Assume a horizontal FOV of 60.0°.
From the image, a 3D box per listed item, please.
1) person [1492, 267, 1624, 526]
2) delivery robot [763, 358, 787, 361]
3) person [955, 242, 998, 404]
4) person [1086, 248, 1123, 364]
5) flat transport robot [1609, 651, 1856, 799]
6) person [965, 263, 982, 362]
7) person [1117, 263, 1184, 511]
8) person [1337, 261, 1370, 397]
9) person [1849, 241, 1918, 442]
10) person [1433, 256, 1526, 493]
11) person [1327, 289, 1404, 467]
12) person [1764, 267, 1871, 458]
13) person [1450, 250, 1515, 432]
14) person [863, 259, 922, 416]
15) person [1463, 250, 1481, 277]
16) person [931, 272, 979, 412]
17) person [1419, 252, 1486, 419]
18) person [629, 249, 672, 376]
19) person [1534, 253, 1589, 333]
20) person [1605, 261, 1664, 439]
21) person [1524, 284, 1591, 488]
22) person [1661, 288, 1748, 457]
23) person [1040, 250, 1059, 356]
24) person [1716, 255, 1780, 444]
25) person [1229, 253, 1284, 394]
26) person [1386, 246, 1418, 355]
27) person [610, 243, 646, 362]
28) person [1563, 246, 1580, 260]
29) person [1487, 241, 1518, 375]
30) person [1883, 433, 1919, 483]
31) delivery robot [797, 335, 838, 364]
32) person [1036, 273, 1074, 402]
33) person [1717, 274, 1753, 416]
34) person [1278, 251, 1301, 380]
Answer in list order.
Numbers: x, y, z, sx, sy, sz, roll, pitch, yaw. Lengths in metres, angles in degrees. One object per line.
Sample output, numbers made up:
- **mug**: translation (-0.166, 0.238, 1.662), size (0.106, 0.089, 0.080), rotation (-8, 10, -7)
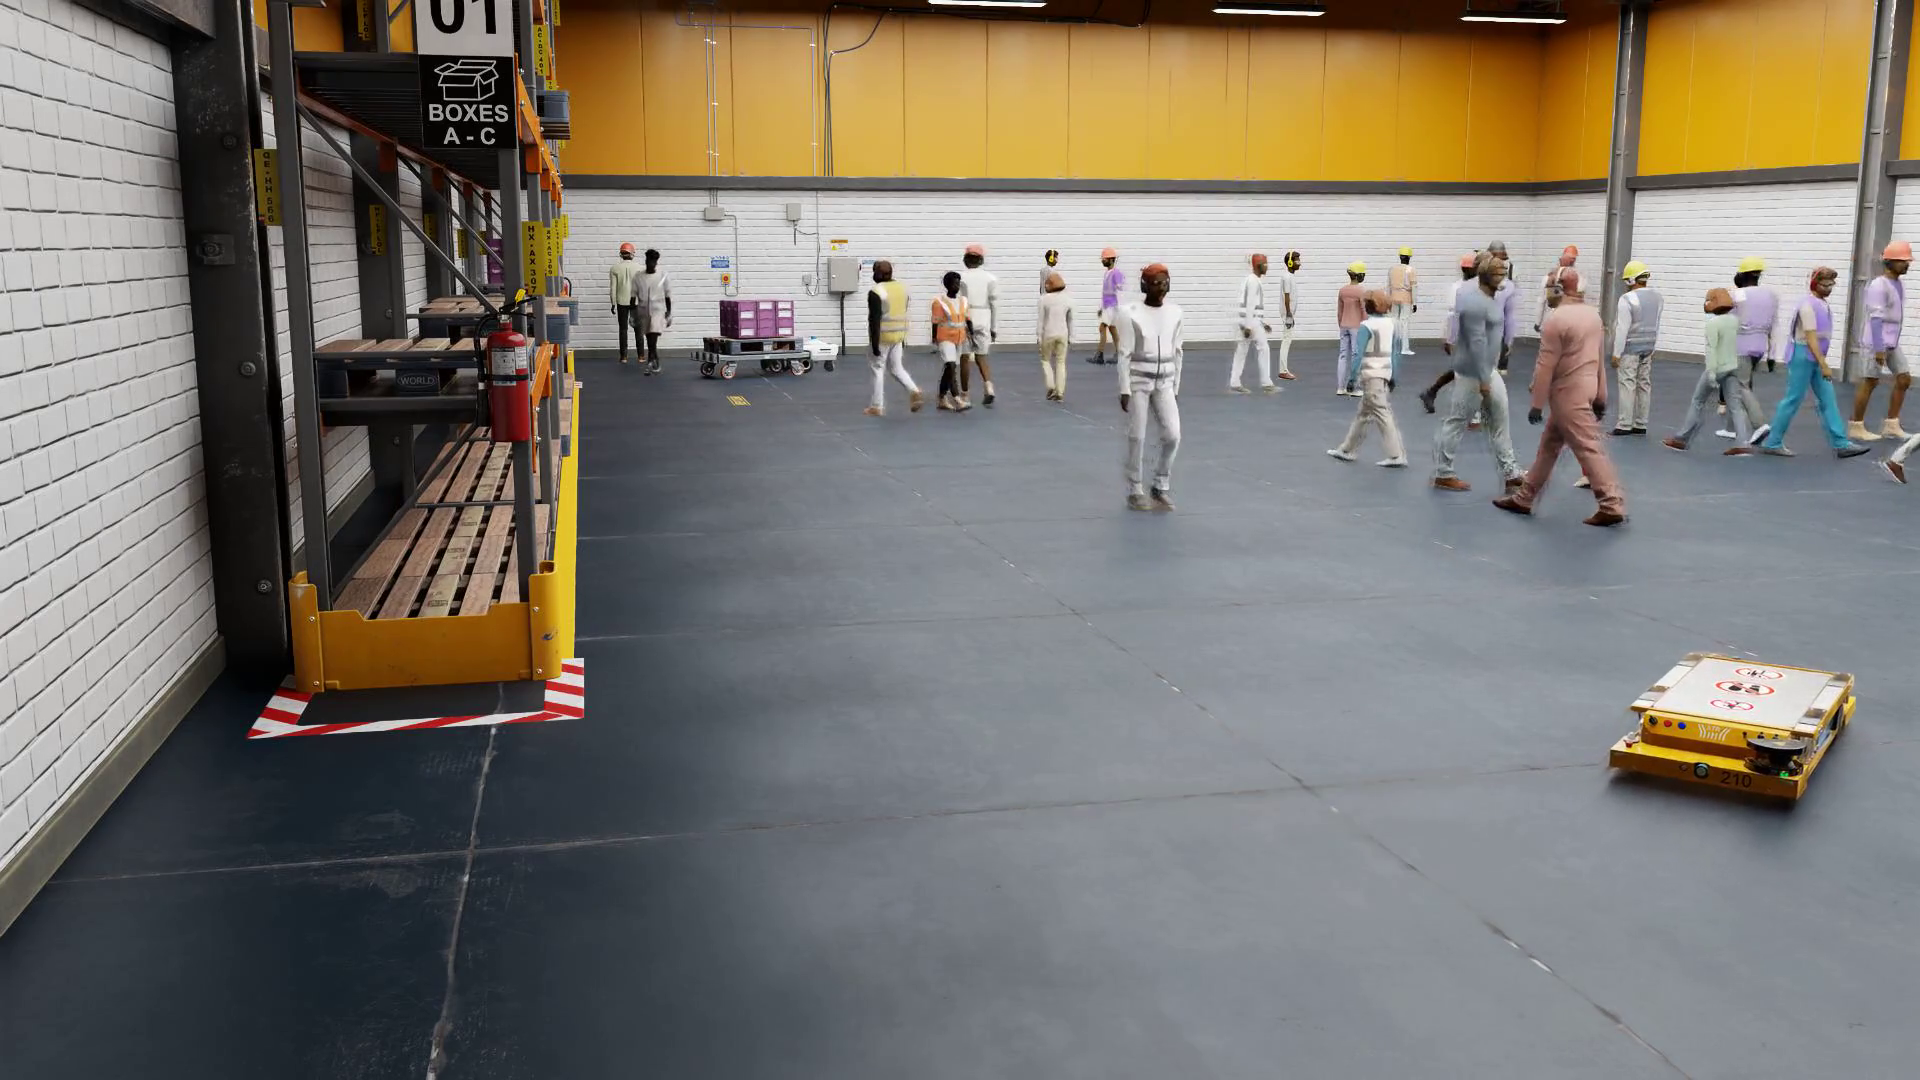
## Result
- **person**: translation (4.388, -1.037, 12.013), size (1.055, 1.847, 0.651), rotation (10, 14, 44)
- **delivery robot**: translation (-2.905, -2.985, 26.105), size (0.477, 0.478, 0.707), rotation (0, 10, -1)
- **person**: translation (0.164, -2.638, 20.405), size (0.645, 2.025, 0.641), rotation (-4, 11, -21)
- **person**: translation (2.356, -3.832, 27.312), size (0.831, 1.901, 0.565), rotation (-2, 11, -13)
- **flat transport robot**: translation (3.146, 0.706, 6.696), size (0.652, 0.197, 1.431), rotation (7, 13, 35)
- **person**: translation (0.206, -3.920, 27.976), size (0.429, 1.845, 0.621), rotation (0, 10, 3)
- **person**: translation (1.435, -1.132, 12.477), size (0.588, 1.868, 0.523), rotation (-3, 11, -19)
- **person**: translation (5.148, -2.752, 21.718), size (0.313, 1.768, 0.527), rotation (-6, 12, -32)
- **person**: translation (9.344, -1.966, 16.641), size (0.646, 2.018, 0.741), rotation (-8, 13, -38)
- **person**: translation (4.259, -1.302, 13.304), size (0.952, 1.896, 0.638), rotation (8, 13, 37)
- **person**: translation (3.720, -1.469, 15.076), size (0.853, 1.588, 0.533), rotation (10, 14, 44)
- **person**: translation (7.975, -1.626, 15.423), size (0.605, 1.784, 0.935), rotation (-10, 14, -44)
- **person**: translation (5.532, -2.107, 17.677), size (0.659, 1.928, 0.420), rotation (-1, 10, -4)
- **person**: translation (-0.796, -2.320, 19.170), size (0.677, 1.820, 0.637), rotation (9, 14, 42)
- **person**: translation (9.134, -4.219, 29.570), size (0.310, 1.864, 0.534), rotation (-5, 12, -27)
- **person**: translation (-0.040, -2.337, 19.721), size (0.553, 1.657, 0.843), rotation (-10, 14, -42)
- **person**: translation (5.748, -2.367, 19.214), size (0.888, 1.908, 0.554), rotation (9, 14, 41)
- **person**: translation (-4.708, -3.462, 25.289), size (0.640, 1.904, 1.066), rotation (1, 10, 3)
- **person**: translation (8.198, -2.968, 22.641), size (0.641, 1.869, 0.935), rotation (0, 10, -1)
- **person**: translation (6.939, -1.956, 17.146), size (0.586, 1.823, 0.403), rotation (-5, 12, -28)
- **person**: translation (5.070, -1.306, 13.844), size (0.507, 1.719, 0.884), rotation (-6, 12, -31)
- **person**: translation (7.177, -1.596, 15.803), size (0.488, 1.581, 0.841), rotation (-6, 12, -30)
- **person**: translation (1.585, -4.170, 29.307), size (0.328, 1.865, 0.521), rotation (-5, 11, -24)
- **person**: translation (7.979, -1.917, 16.759), size (0.587, 1.892, 0.896), rotation (-3, 11, -16)
- **person**: translation (3.958, -2.847, 21.996), size (0.839, 1.846, 0.579), rotation (0, 10, -1)
- **person**: translation (7.867, -4.247, 29.555), size (0.374, 1.924, 0.594), rotation (-9, 14, -42)
- **person**: translation (-5.531, -3.961, 27.788), size (0.616, 1.989, 0.394), rotation (-2, 10, -13)
- **person**: translation (10.992, -4.360, 30.163), size (0.375, 1.932, 0.549), rotation (2, 11, 13)
- **person**: translation (8.025, -3.489, 25.039), size (0.729, 2.000, 0.535), rotation (-7, 12, -35)
- **person**: translation (8.081, -1.215, 13.660), size (0.809, 1.602, 0.499), rotation (9, 14, 42)
- **delivery robot**: translation (-2.257, -2.929, 25.794), size (0.707, 0.478, 0.477), rotation (-5, 11, -24)
- **person**: translation (1.182, -2.540, 20.890), size (0.514, 1.625, 0.374), rotation (-2, 10, -12)
- **person**: translation (9.042, -2.283, 19.309), size (0.537, 1.696, 0.321), rotation (6, 12, 31)
- **person**: translation (4.850, -3.292, 24.422), size (0.325, 1.871, 0.524), rotation (2, 10, 12)
